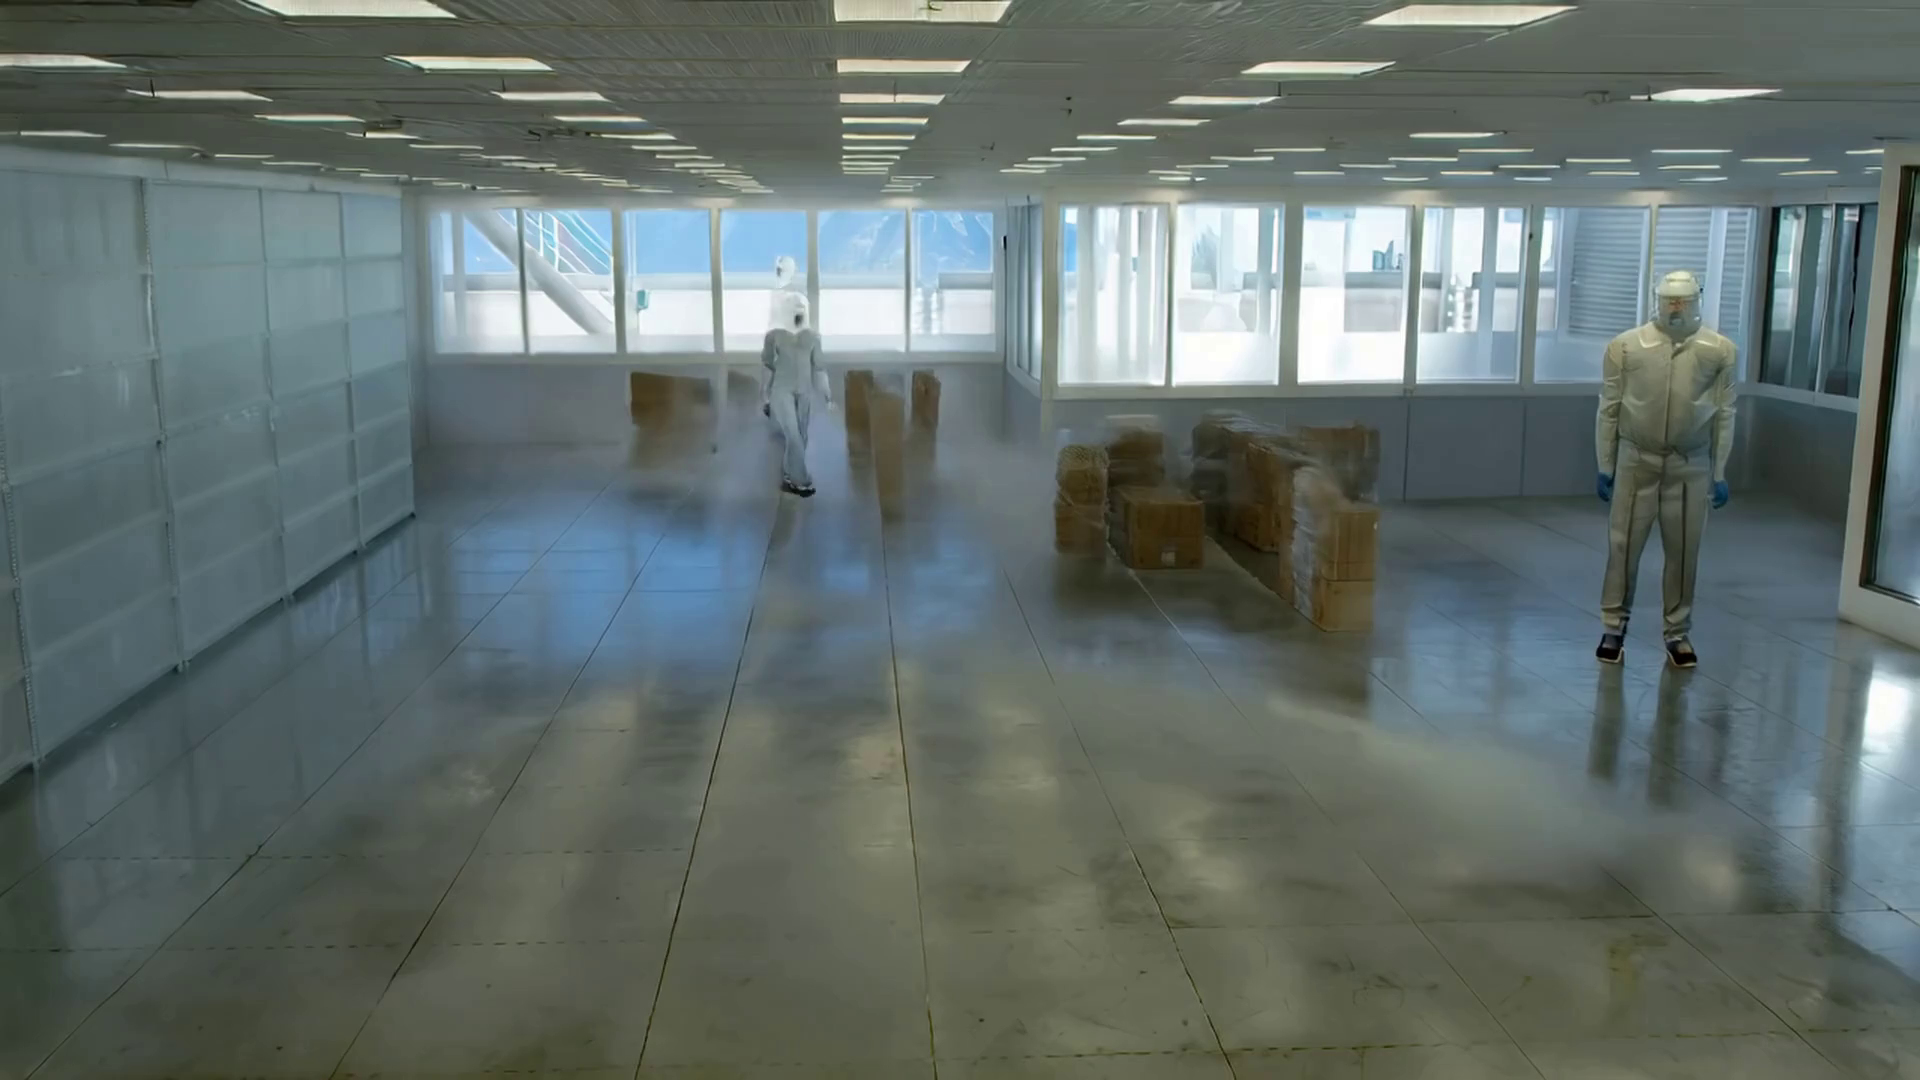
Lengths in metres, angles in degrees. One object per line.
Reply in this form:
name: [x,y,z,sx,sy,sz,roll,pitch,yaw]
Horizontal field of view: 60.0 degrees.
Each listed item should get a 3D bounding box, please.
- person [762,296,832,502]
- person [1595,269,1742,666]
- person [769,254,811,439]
person: [-1.257,-1.102,12.995,0.517,1.587,0.857,-8,13,-36]
person: [3.402,-0.344,8.042,0.641,1.909,0.409,3,11,16]
person: [-1.739,-1.923,16.686,0.385,1.859,0.548,9,14,39]
